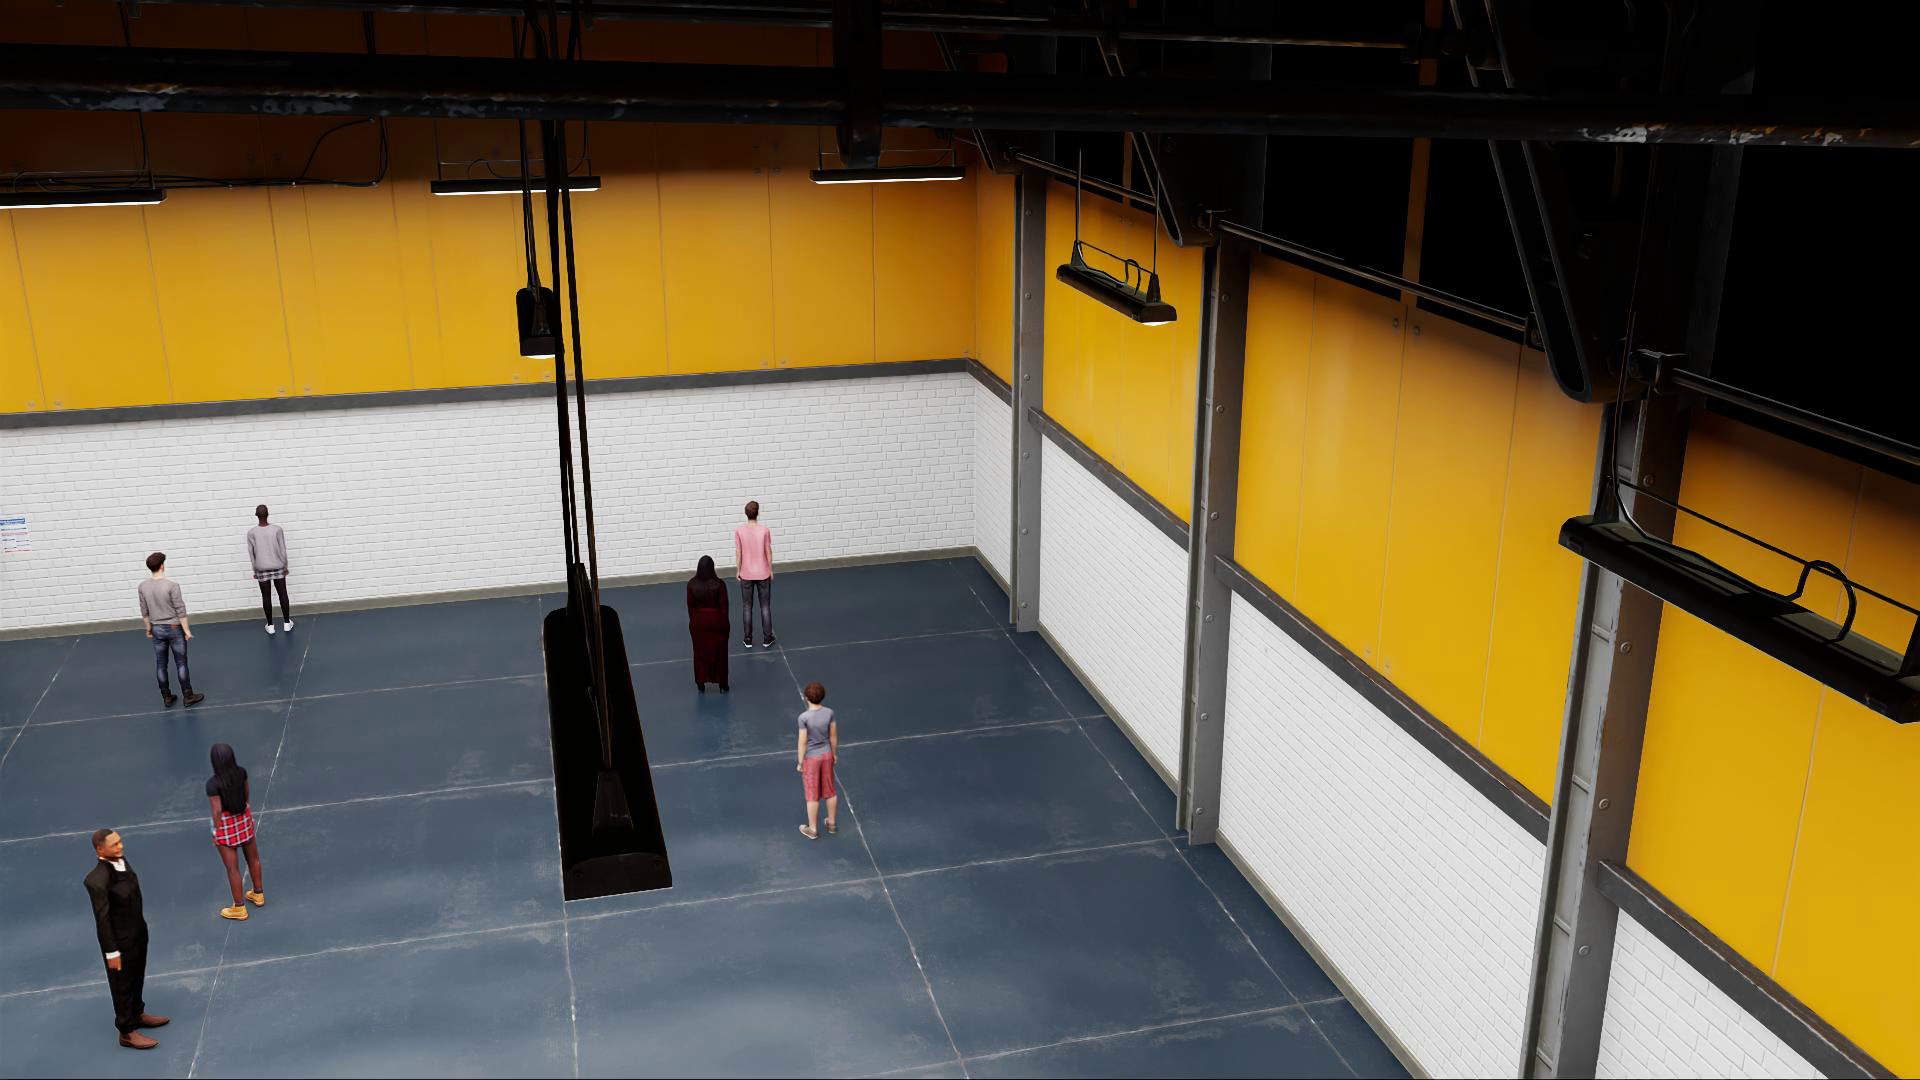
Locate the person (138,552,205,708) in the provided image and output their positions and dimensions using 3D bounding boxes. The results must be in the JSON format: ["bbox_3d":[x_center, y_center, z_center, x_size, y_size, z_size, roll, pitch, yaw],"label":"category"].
[{"bbox_3d":[-9.443,1.069,19.803,0.749,1.905,0.688,0,19,1],"label":"person"}]

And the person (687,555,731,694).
[{"bbox_3d":[-3.042,1.022,20.174,0.739,1.757,0.719,2,19,5],"label":"person"}]

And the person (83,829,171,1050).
[{"bbox_3d":[-6.797,3.197,13.486,0.802,1.904,0.599,-2,19,-5],"label":"person"}]

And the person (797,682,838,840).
[{"bbox_3d":[-1.435,2.216,16.796,0.627,1.651,0.597,-10,21,-27],"label":"person"}]

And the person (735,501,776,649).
[{"bbox_3d":[-2.666,0.441,21.587,0.670,1.958,0.600,-1,19,-4],"label":"person"}]

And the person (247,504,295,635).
[{"bbox_3d":[-9.163,0.370,22.086,0.648,1.772,0.580,-8,20,-22],"label":"person"}]

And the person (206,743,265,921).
[{"bbox_3d":[-6.706,2.658,15.360,0.780,1.729,0.703,7,20,20],"label":"person"}]
